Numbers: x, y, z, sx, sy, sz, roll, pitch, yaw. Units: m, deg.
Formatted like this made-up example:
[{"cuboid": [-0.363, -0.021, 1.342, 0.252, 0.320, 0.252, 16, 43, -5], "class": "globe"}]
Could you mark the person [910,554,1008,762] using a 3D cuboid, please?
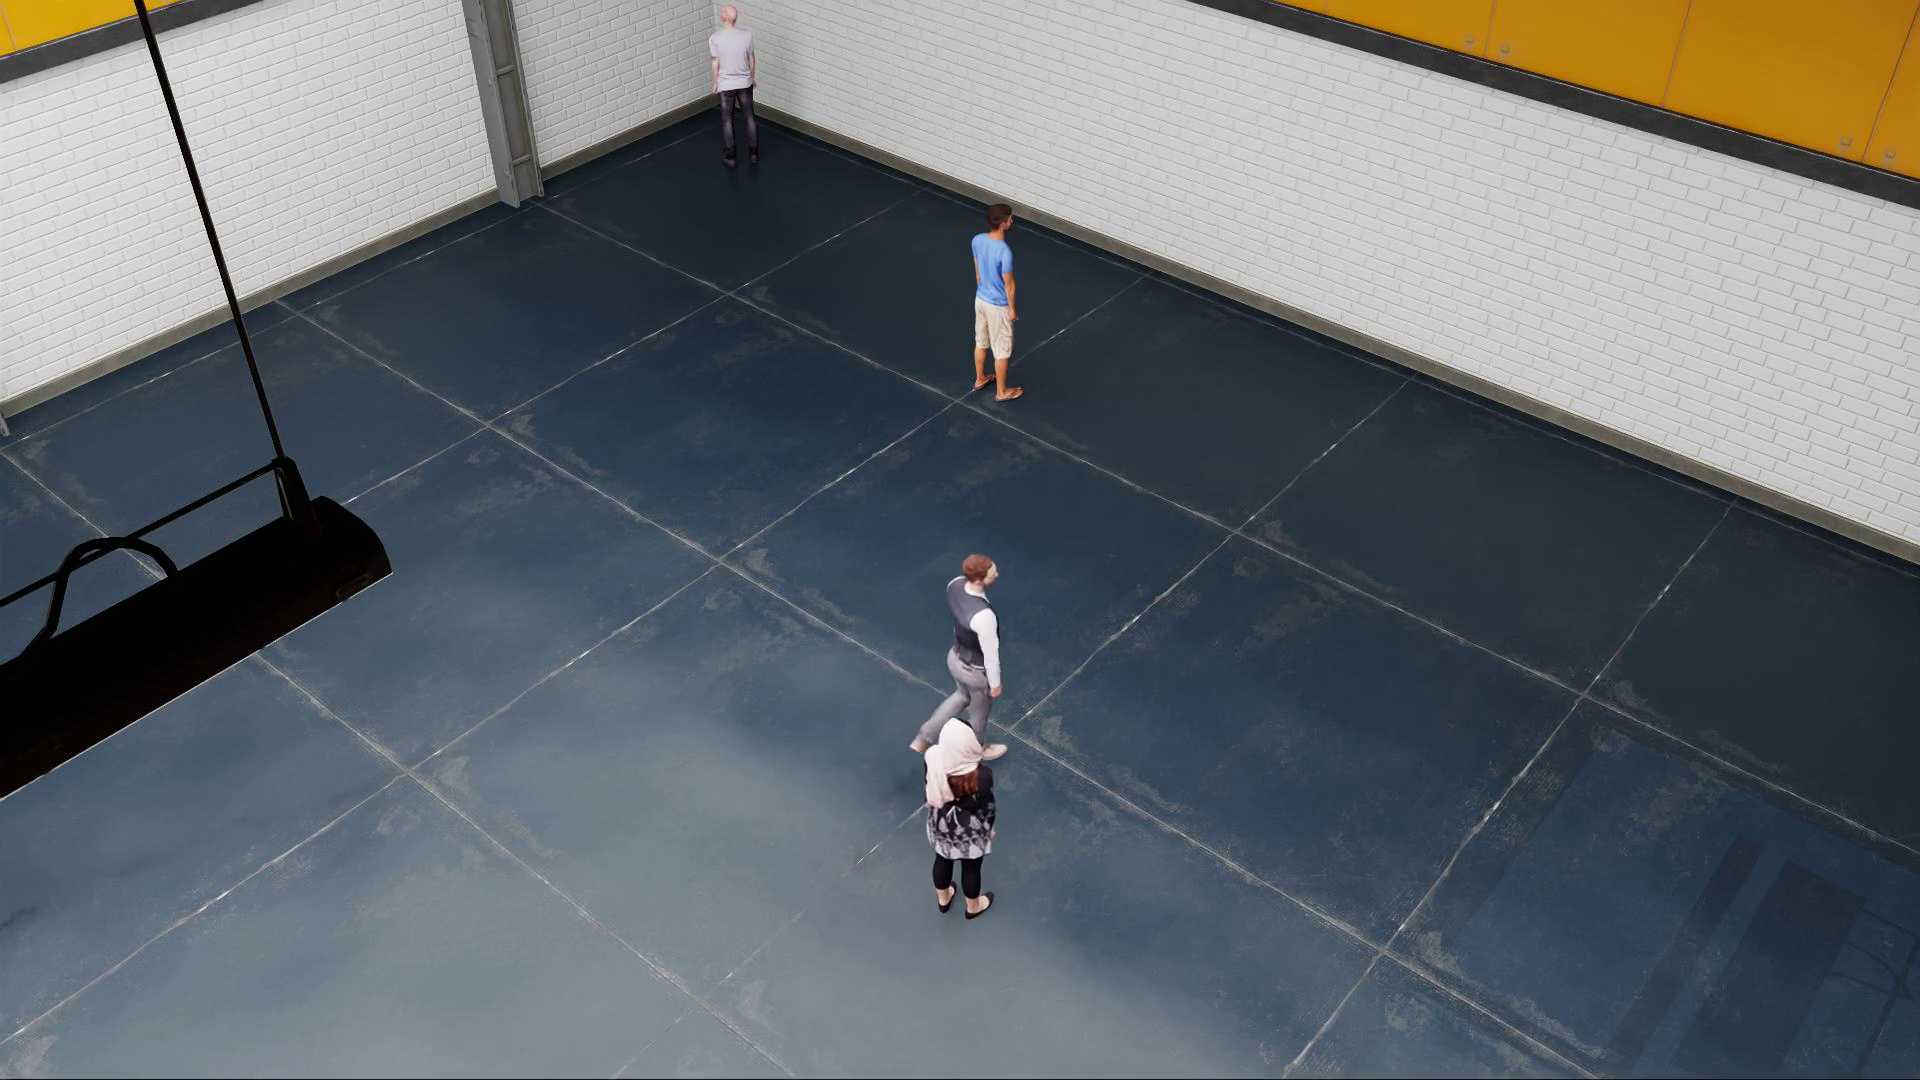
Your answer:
[{"cuboid": [0.006, 0.854, 10.999, 1.065, 1.913, 0.905, -18, 42, -21], "class": "person"}]

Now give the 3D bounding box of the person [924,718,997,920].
[{"cuboid": [-0.009, 1.705, 10.155, 0.684, 1.637, 0.681, 18, 42, 21], "class": "person"}]

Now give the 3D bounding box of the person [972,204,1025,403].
[{"cuboid": [0.305, -2.111, 14.751, 0.613, 1.864, 0.685, -29, 47, -31], "class": "person"}]

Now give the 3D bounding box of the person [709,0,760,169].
[{"cuboid": [-2.502, -5.046, 18.452, 0.684, 1.832, 0.814, -15, 41, -18], "class": "person"}]
